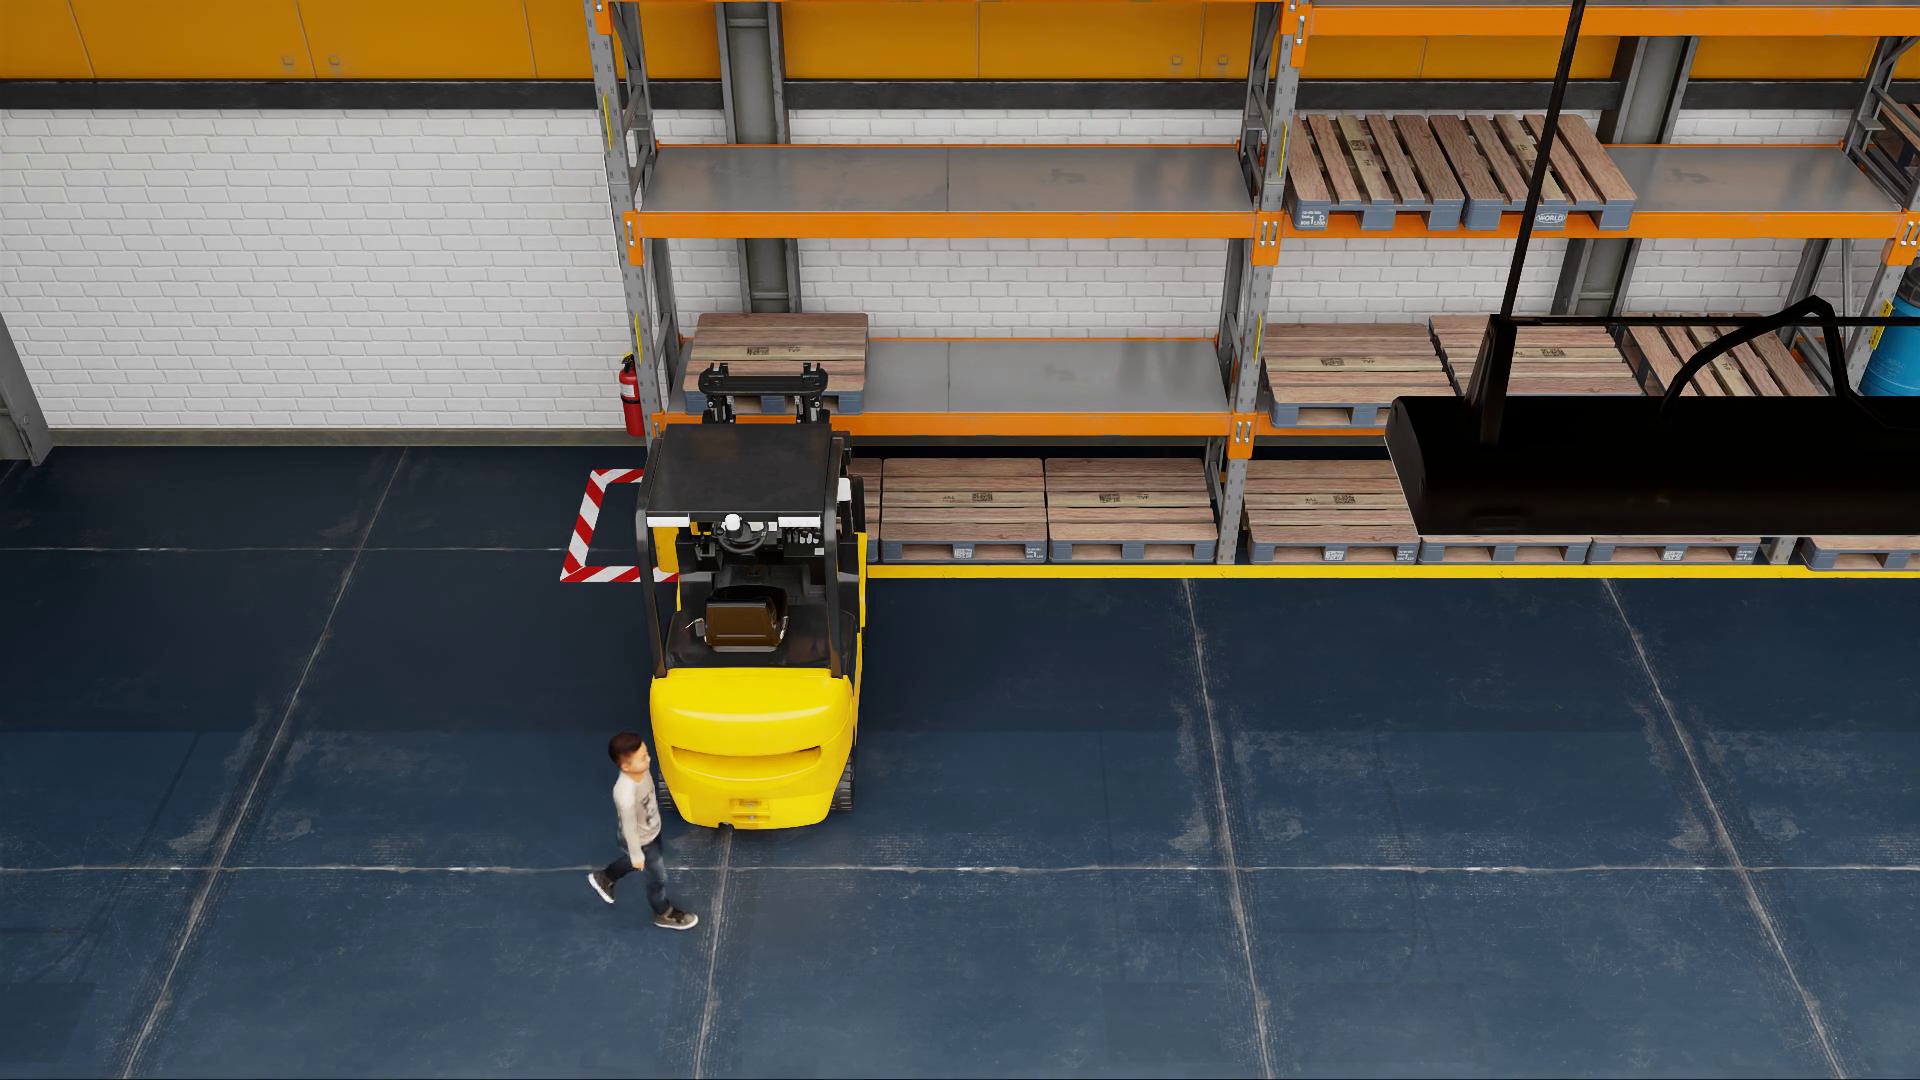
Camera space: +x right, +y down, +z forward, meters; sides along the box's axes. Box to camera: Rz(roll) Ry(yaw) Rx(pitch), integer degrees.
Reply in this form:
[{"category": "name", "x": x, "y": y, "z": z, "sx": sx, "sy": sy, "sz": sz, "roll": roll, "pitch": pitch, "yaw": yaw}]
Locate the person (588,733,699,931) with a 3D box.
[{"category": "person", "x": -1.808, "y": 1.592, "z": 9.085, "sx": 0.841, "sy": 1.446, "sz": 0.574, "roll": 3, "pitch": 39, "yaw": 3}]
